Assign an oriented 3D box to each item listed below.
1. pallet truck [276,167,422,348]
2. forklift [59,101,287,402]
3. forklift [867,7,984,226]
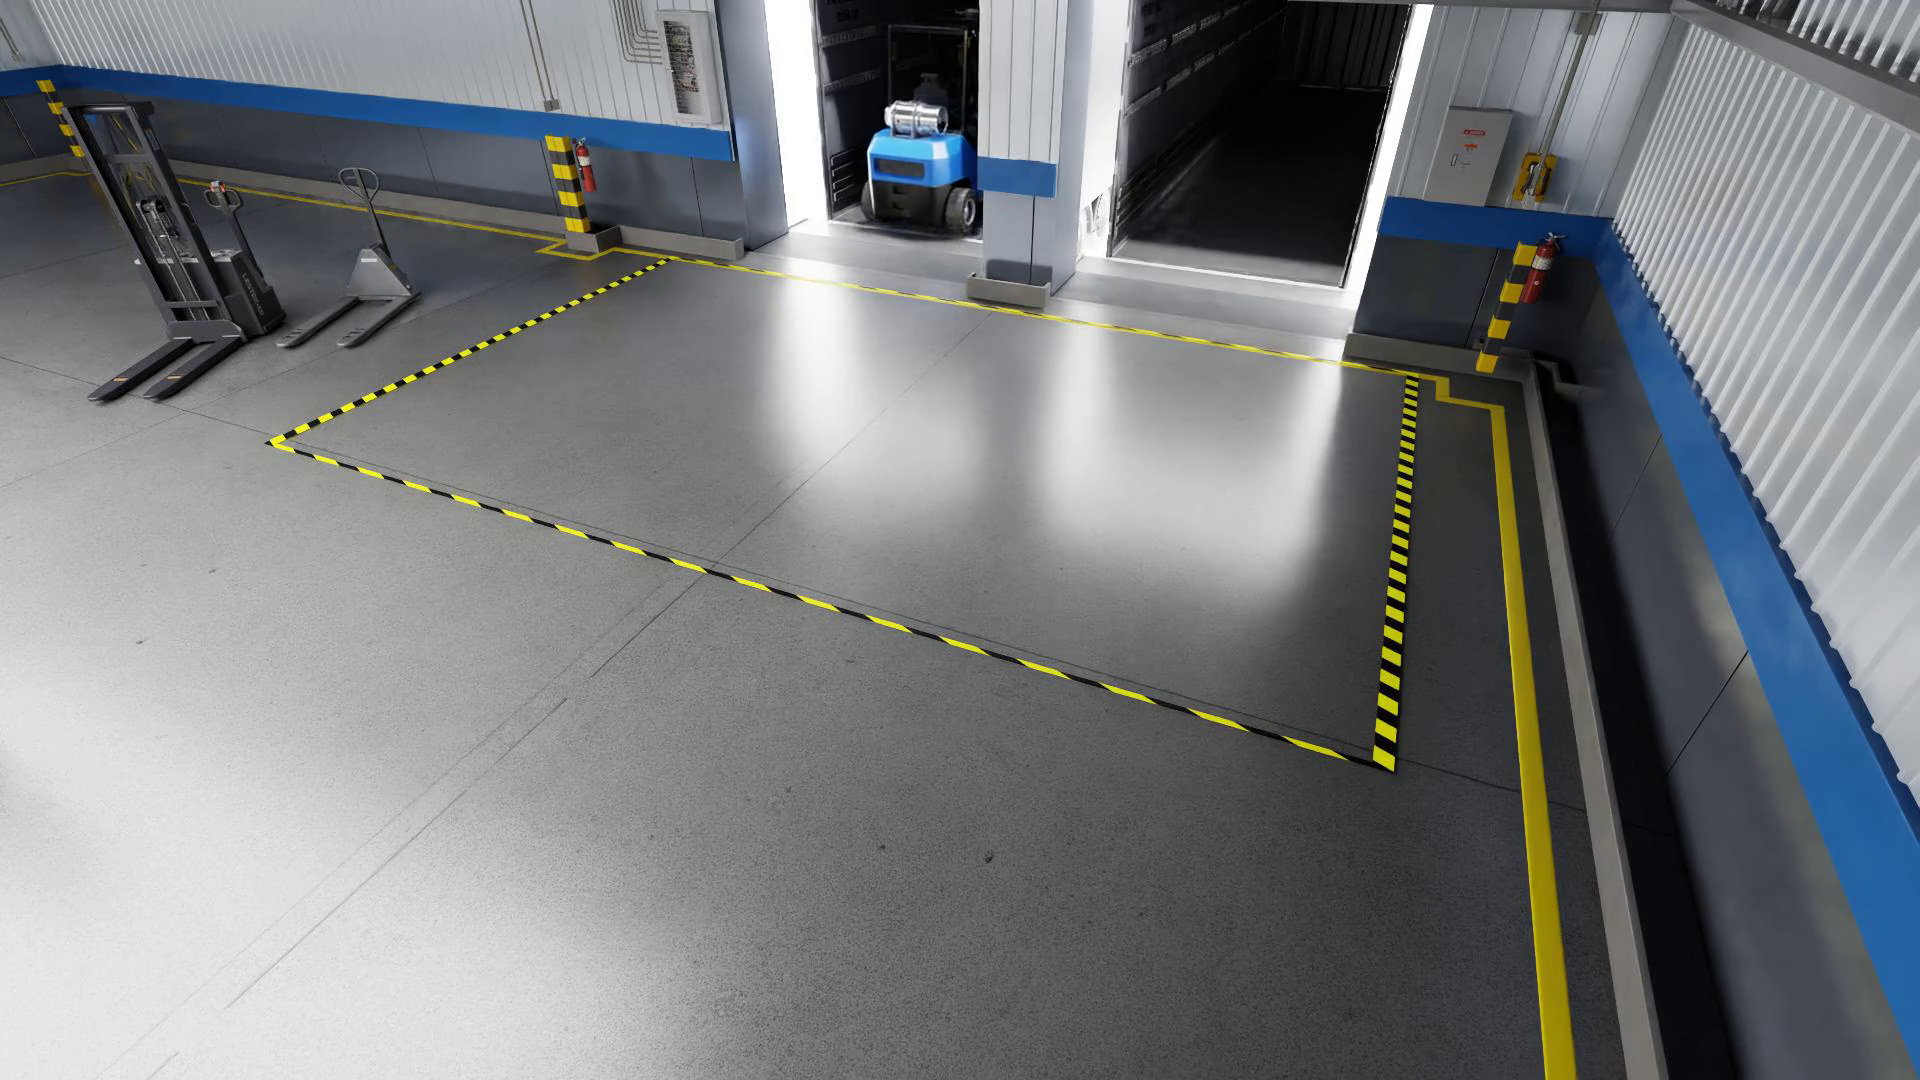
[{"bbox_3d":[-5.732,-2.611,8.414,0.680,1.201,1.601,-1,35,-1],"label":"pallet truck"},{"bbox_3d":[-6.686,-2.387,7.434,0.823,1.965,1.885,-3,35,-5],"label":"forklift"},{"bbox_3d":[-0.097,-5.203,11.134,1.157,2.036,2.680,16,38,21],"label":"forklift"}]
